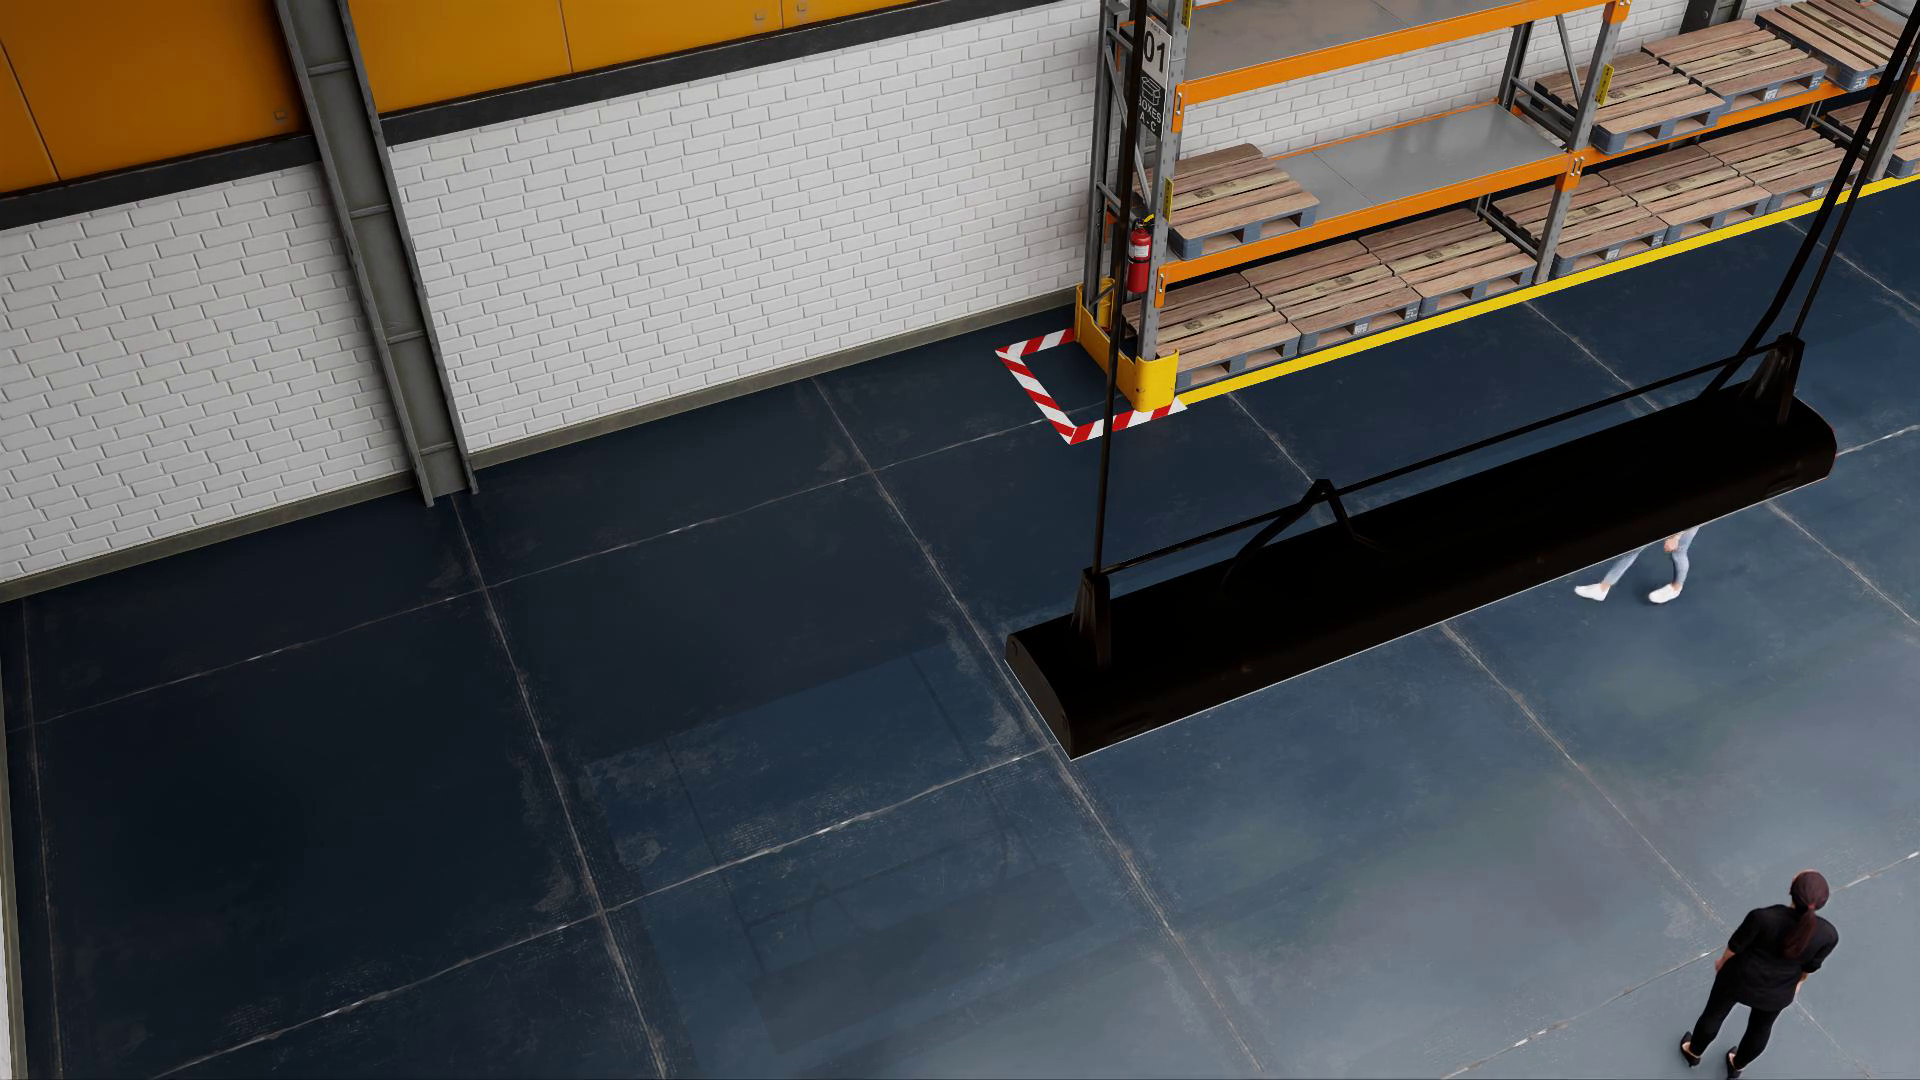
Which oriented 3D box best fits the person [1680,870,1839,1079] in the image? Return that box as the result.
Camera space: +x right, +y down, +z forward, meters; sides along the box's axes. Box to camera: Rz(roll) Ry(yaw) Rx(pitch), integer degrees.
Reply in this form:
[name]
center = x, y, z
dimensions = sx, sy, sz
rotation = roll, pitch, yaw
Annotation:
[person]
center = 4.147, 2.286, 8.639
dimensions = 0.666, 1.658, 0.736
rotation = 11, 45, 12
